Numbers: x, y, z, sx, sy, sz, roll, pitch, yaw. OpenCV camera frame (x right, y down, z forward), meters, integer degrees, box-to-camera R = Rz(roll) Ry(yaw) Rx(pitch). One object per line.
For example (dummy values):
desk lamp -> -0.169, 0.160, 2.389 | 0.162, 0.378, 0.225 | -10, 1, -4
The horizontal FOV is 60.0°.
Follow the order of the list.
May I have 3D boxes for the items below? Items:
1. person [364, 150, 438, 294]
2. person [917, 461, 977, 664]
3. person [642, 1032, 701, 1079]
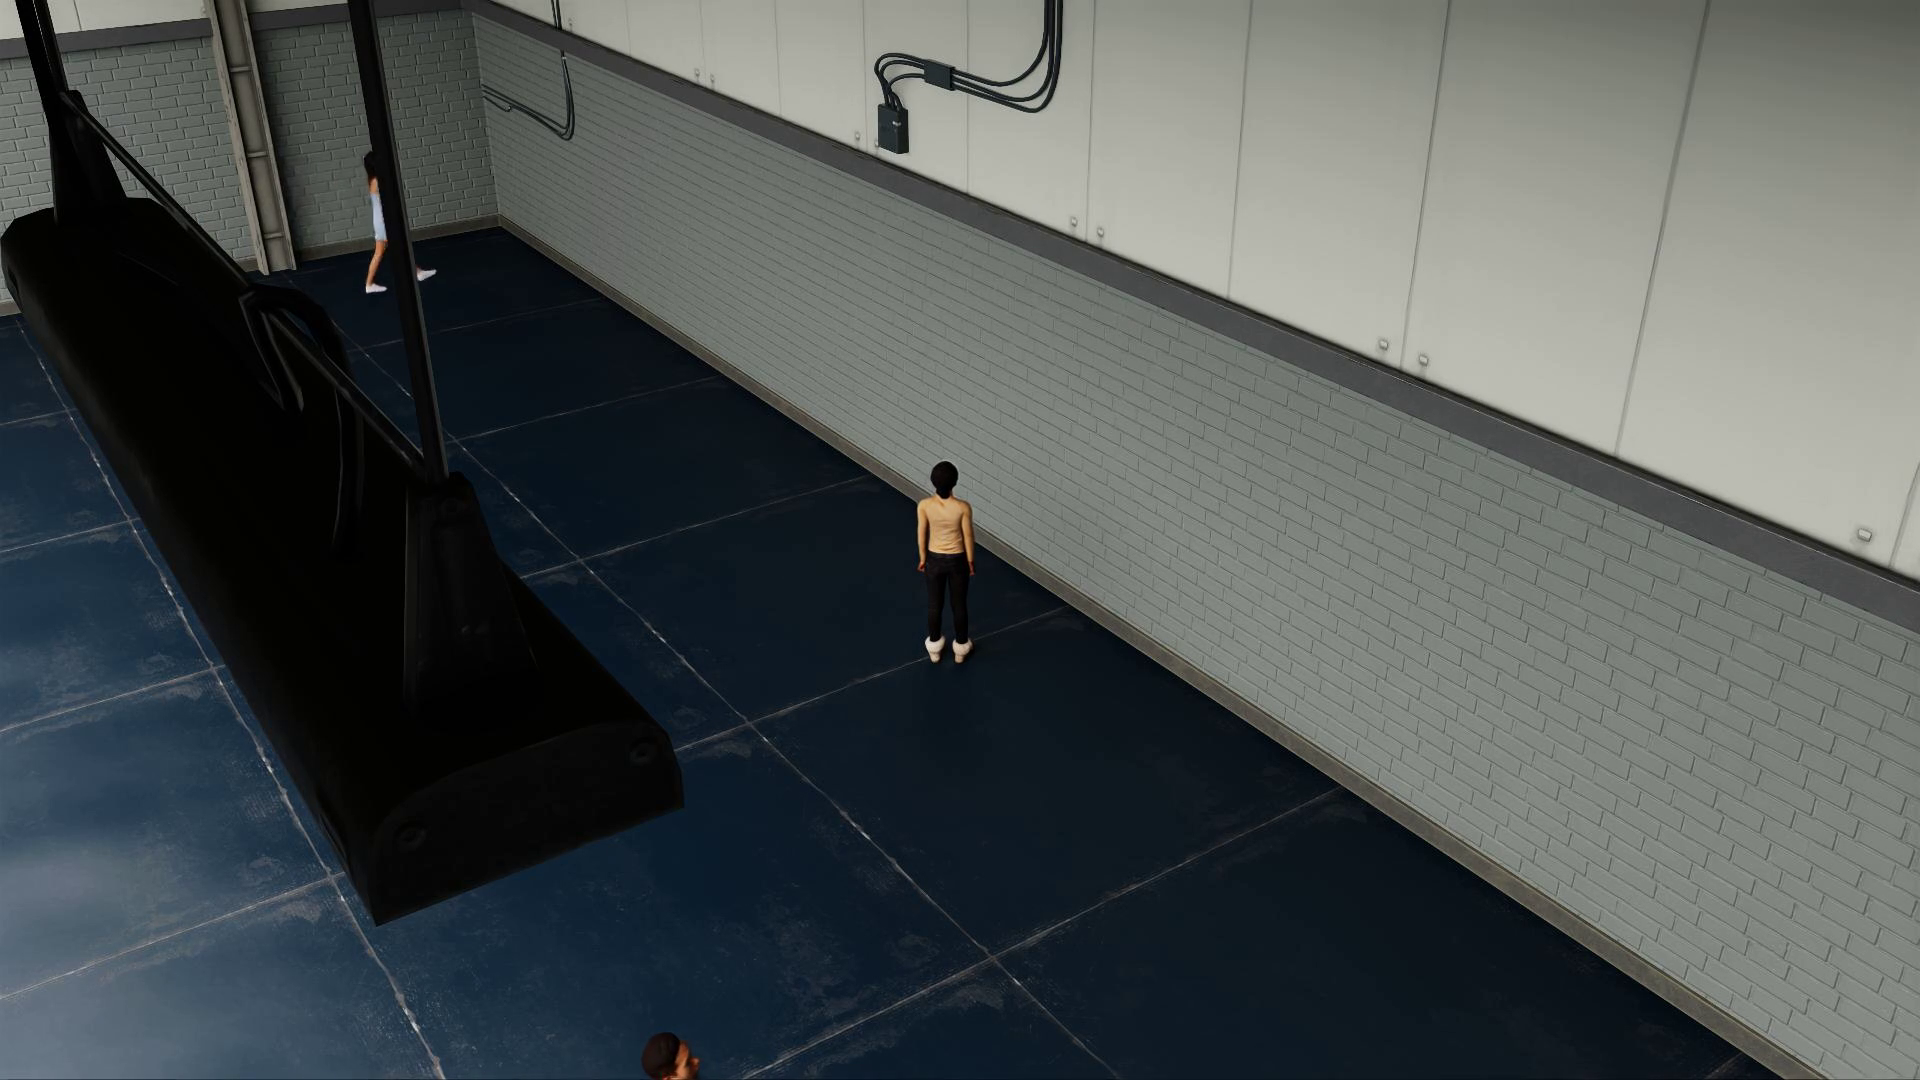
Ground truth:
person -> -6.917, -3.738, 19.773 | 1.131, 1.676, 0.644 | -16, 32, -28
person -> -0.099, 0.162, 12.467 | 0.688, 1.659, 0.754 | 4, 28, 7
person -> -1.187, 2.851, 7.262 | 0.686, 1.805, 0.712 | -5, 28, -9
